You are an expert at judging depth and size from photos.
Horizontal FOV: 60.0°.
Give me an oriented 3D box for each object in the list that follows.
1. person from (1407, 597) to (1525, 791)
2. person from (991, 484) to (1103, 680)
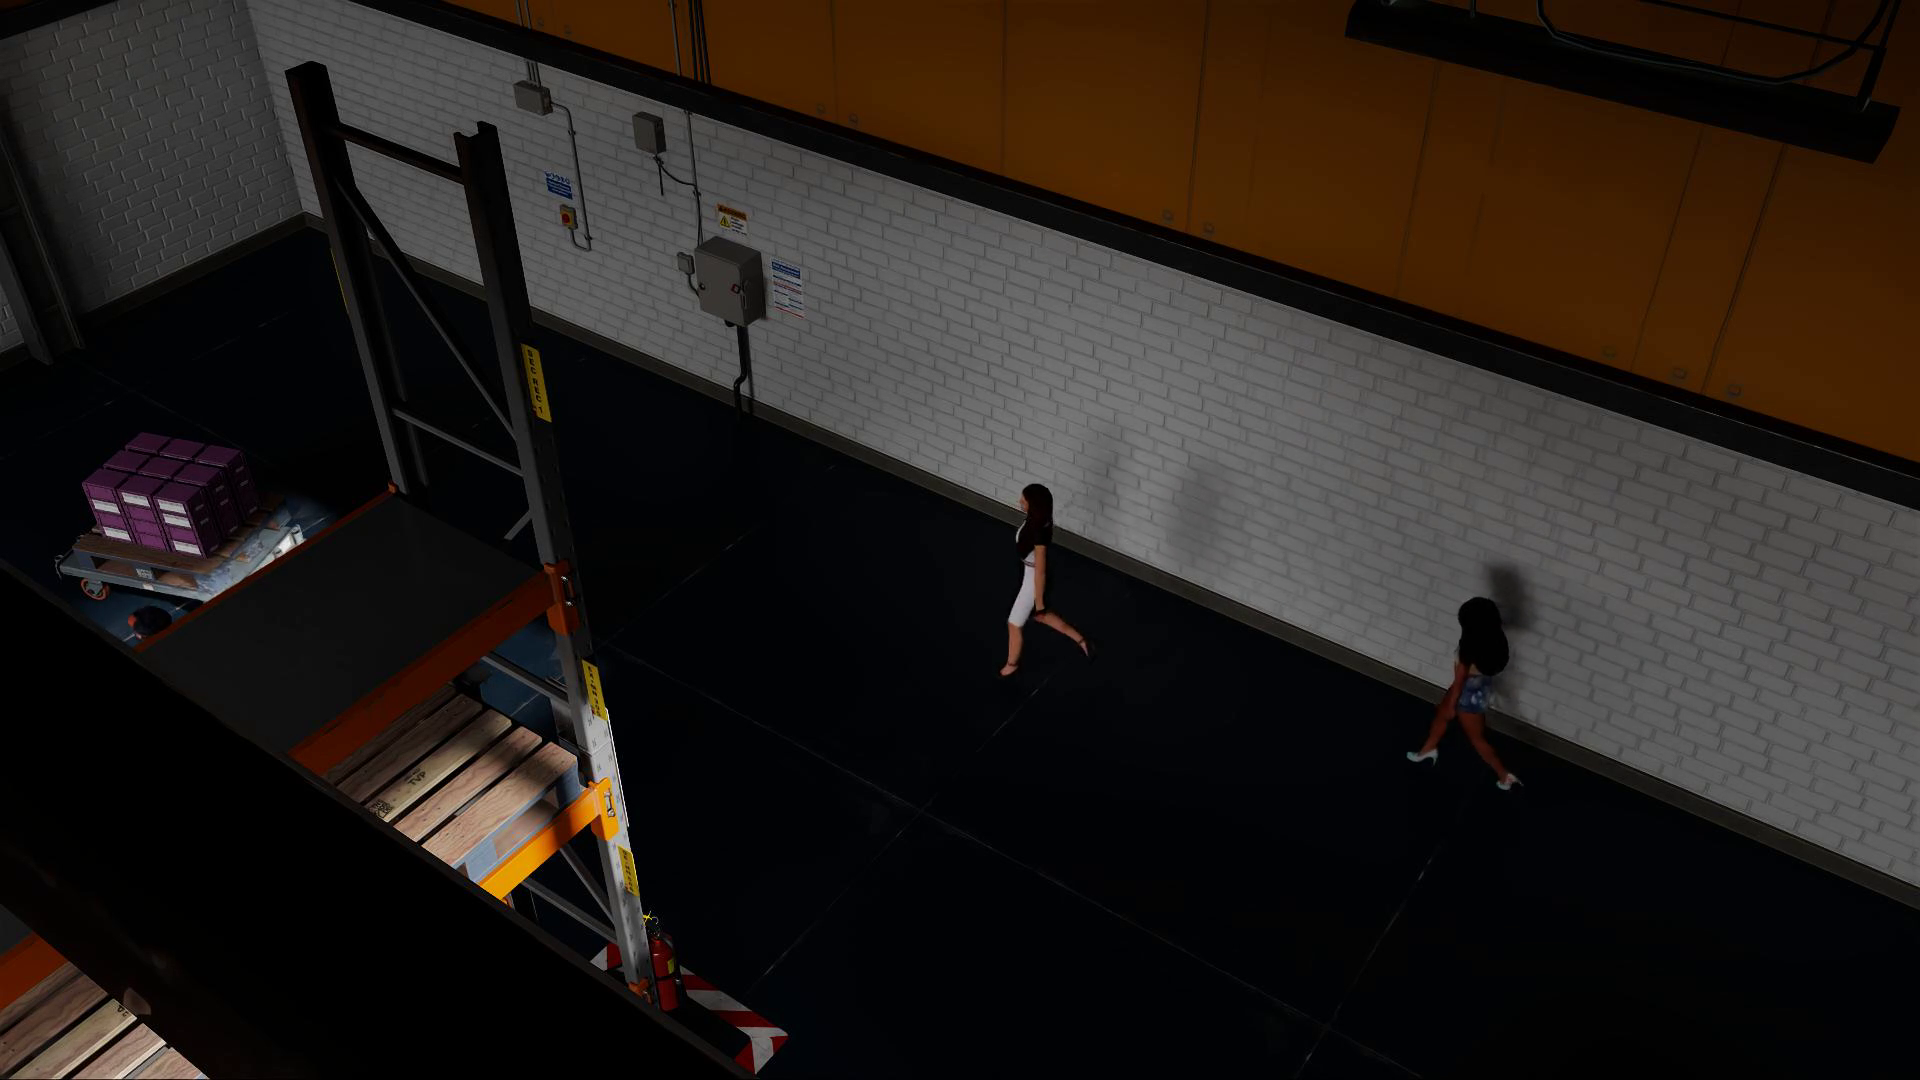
[{"bbox_3d":[3.433,1.068,10.952,0.721,1.576,0.986,19,42,22],"label":"person"},{"bbox_3d":[0.601,0.326,11.720,0.977,1.777,1.061,3,39,4],"label":"person"}]
